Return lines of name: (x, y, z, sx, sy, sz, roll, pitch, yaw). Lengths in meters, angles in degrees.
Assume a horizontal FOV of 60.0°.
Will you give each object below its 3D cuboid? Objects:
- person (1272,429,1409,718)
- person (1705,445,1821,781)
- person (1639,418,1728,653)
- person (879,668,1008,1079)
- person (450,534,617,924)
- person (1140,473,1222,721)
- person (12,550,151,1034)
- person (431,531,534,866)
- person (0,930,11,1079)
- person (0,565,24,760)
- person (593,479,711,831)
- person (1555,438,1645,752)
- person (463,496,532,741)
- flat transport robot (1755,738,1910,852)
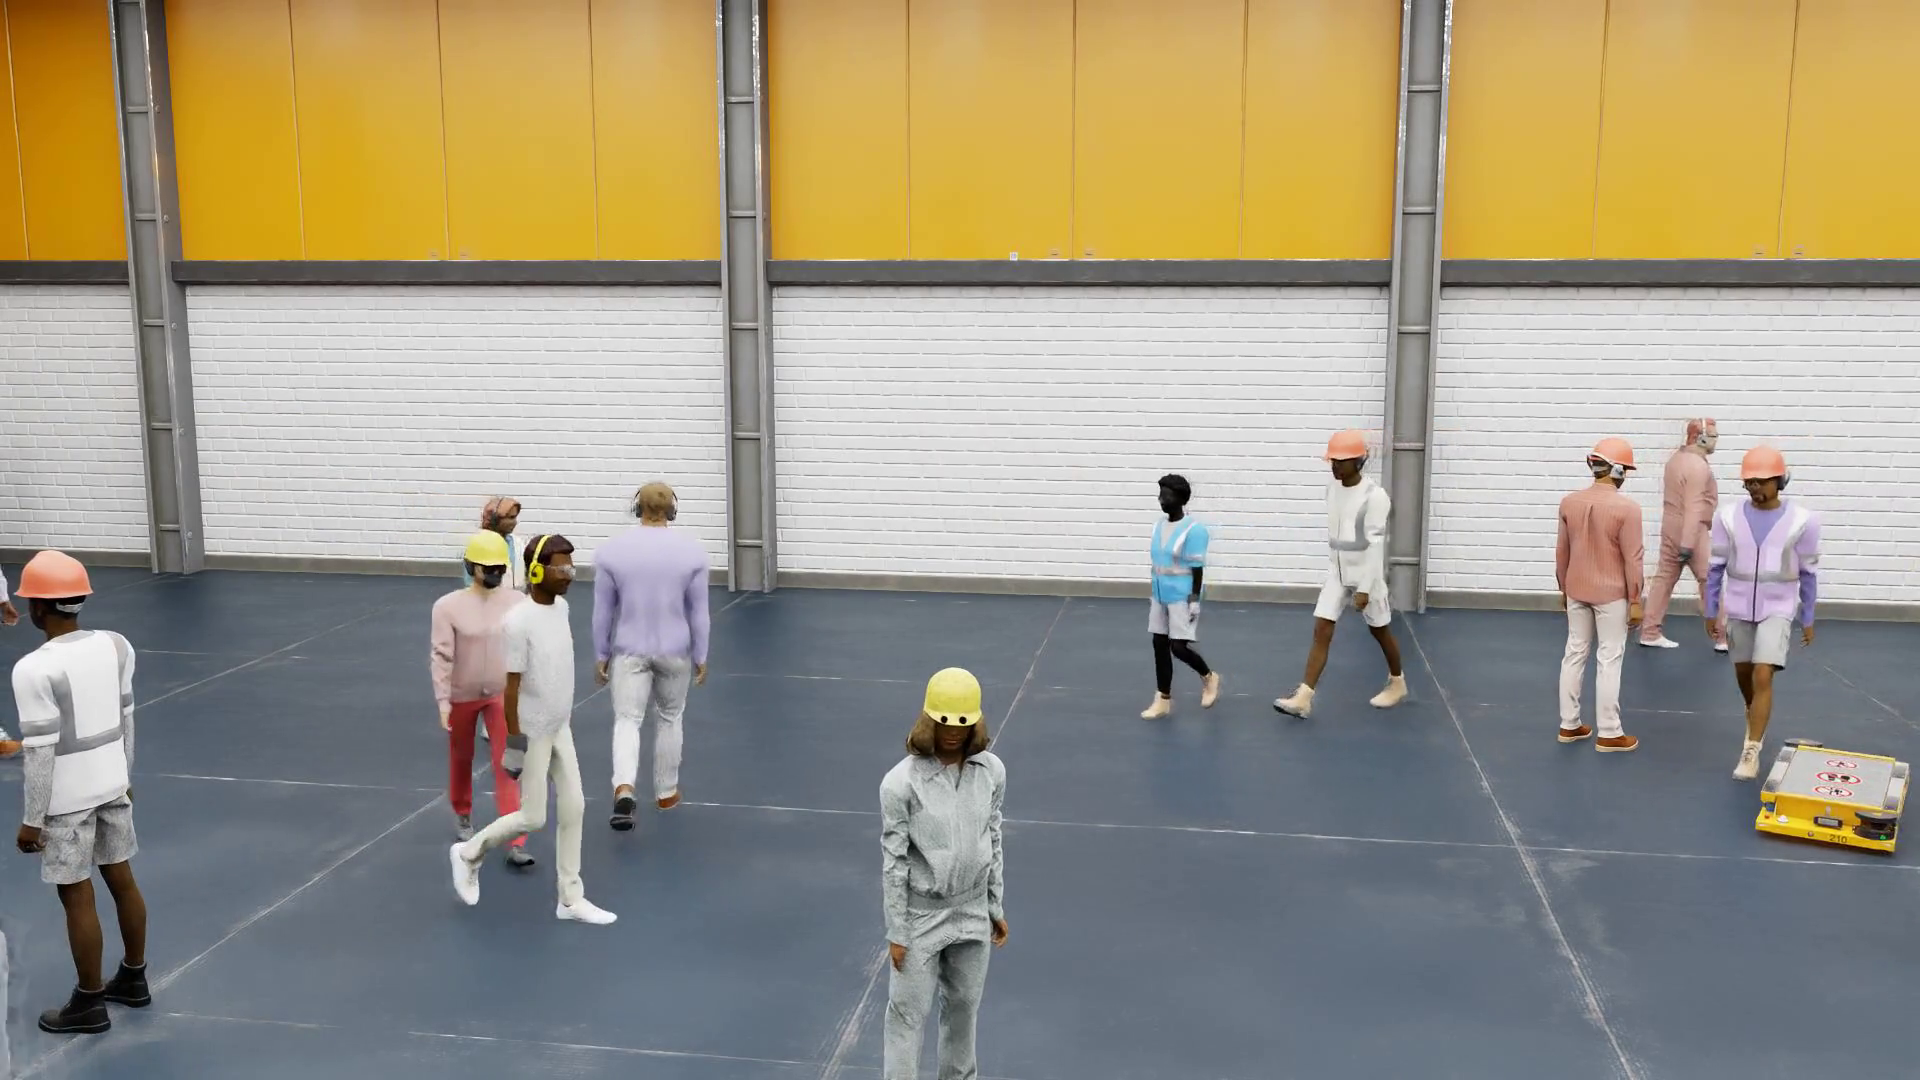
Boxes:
person: (2.670, 0.231, 11.308, 1.146, 1.976, 0.610, -6, 11, -32)
person: (4.920, 0.397, 10.211, 0.609, 2.005, 1.017, 7, 12, 37)
person: (5.914, -0.034, 13.239, 0.919, 1.869, 0.651, 0, 9, 1)
person: (-0.038, 1.273, 5.571, 0.486, 1.740, 0.313, -6, 11, -34)
person: (-2.002, 0.875, 7.728, 0.755, 1.843, 0.504, 3, 10, 16)
person: (1.478, 0.382, 11.219, 0.502, 1.684, 0.547, -6, 11, -34)
person: (-3.531, 1.001, 6.638, 0.364, 1.939, 0.542, 3, 10, 16)
person: (-2.466, 0.796, 8.602, 0.534, 1.709, 0.955, -5, 11, -30)
person: (-2.461, 1.500, 4.026, 0.921, 1.792, 0.606, 0, 9, -2)
person: (-6.287, 0.415, 10.390, 1.003, 1.900, 0.601, 2, 9, 11)
person: (-1.669, 0.634, 9.041, 0.648, 1.910, 0.842, -1, 9, -8)
person: (4.069, 0.343, 10.553, 0.393, 1.985, 0.611, -6, 11, -32)
person: (-2.861, 0.535, 10.512, 0.592, 1.617, 0.531, 6, 11, 31)
flat transport robot: (4.905, 1.400, 9.302, 0.652, 0.197, 1.431, 6, 11, 32)
